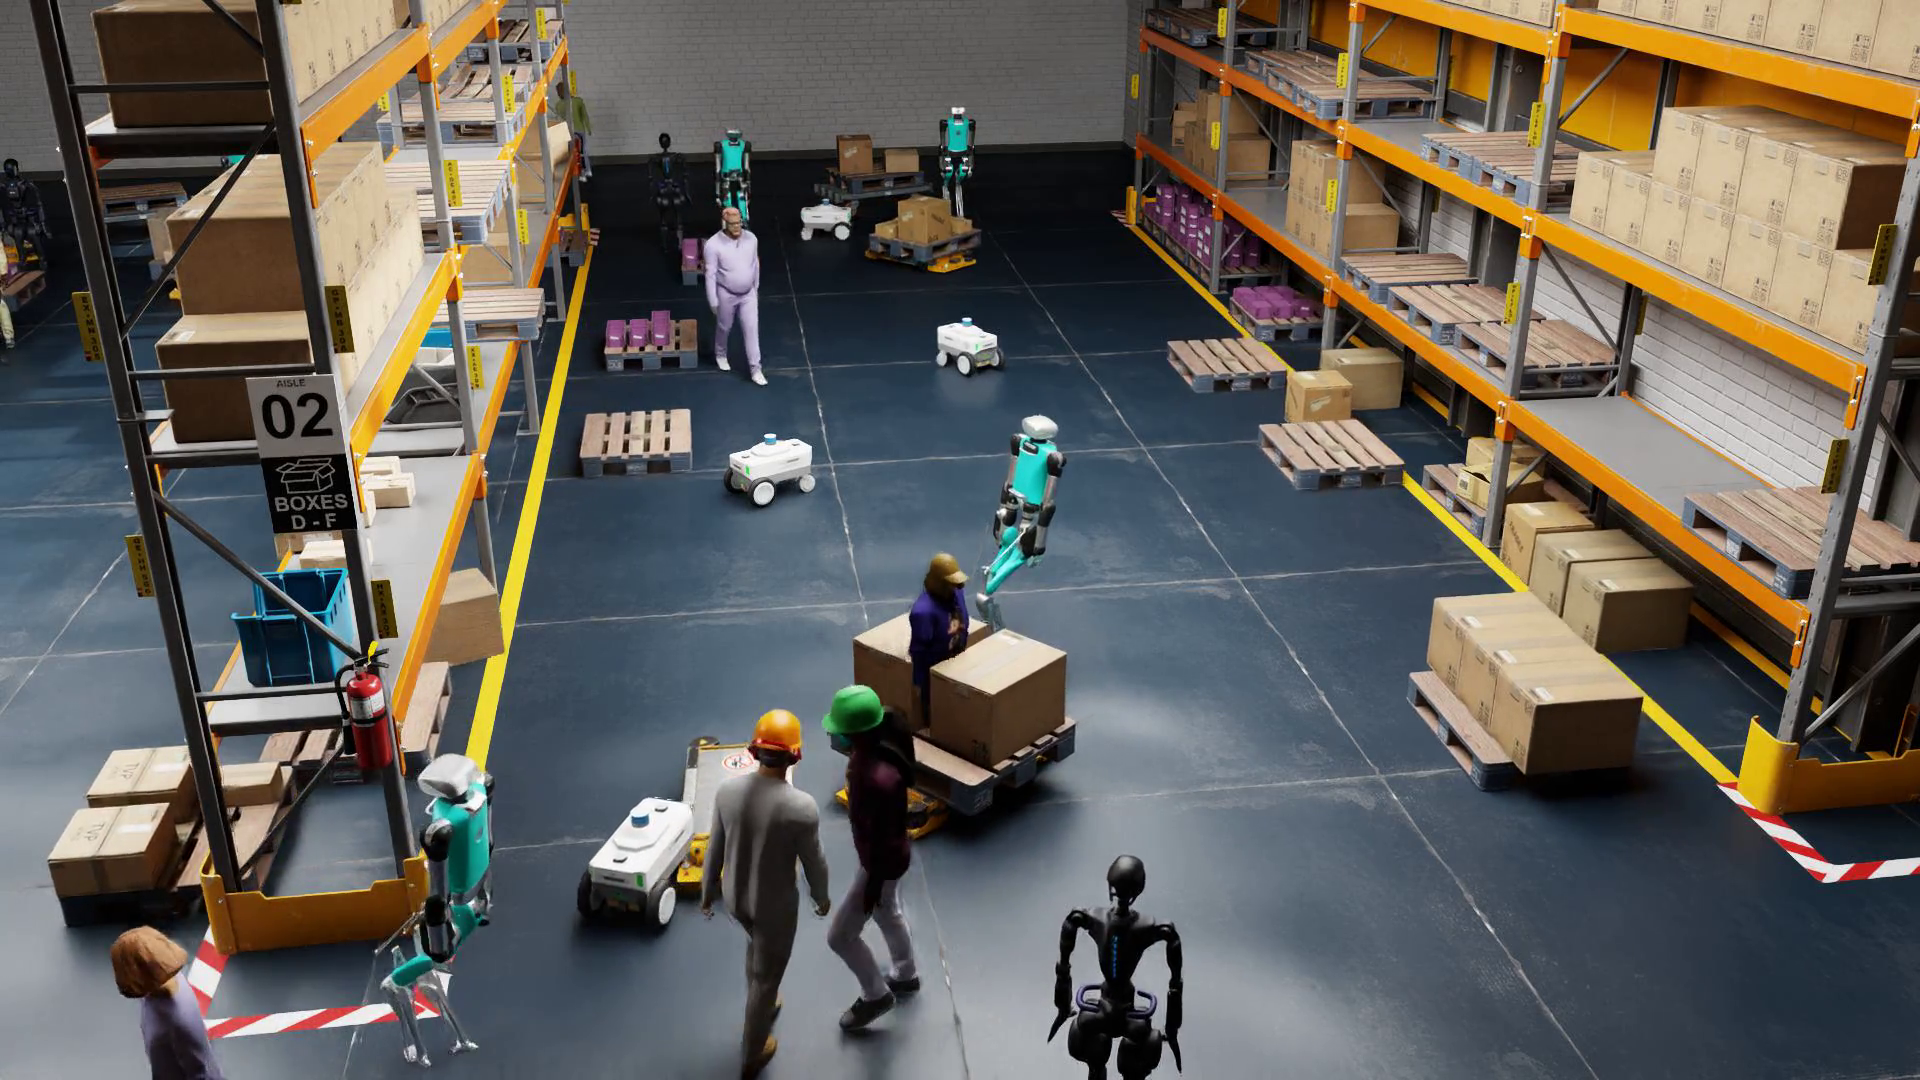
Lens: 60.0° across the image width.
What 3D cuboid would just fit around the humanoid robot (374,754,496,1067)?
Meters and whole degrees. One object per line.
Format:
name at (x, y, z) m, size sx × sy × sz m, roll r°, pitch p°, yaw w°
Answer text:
humanoid robot at (-2.540, 1.790, 7.830) m, size 0.830 × 1.807 × 0.542 m, roll 5°, pitch 24°, yaw 11°

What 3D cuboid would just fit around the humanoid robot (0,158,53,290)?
humanoid robot at (-11.796, -3.980, 20.980) m, size 0.599 × 1.653 × 0.315 m, roll -3°, pitch 24°, yaw -8°

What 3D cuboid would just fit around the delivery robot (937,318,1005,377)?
delivery robot at (0.090, -2.108, 18.134) m, size 0.525 × 0.603 × 0.774 m, roll -18°, pitch 30°, yaw -36°

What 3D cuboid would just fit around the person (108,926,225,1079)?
person at (-3.131, 2.246, 6.890) m, size 0.642 × 1.606 × 0.515 m, roll -16°, pitch 28°, yaw -32°

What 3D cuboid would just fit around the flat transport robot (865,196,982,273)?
flat transport robot at (-0.539, -3.855, 22.460) m, size 1.431 × 0.231 × 0.659 m, roll 19°, pitch 30°, yaw 36°

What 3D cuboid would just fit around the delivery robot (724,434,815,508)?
delivery robot at (-1.686, -0.643, 14.792) m, size 0.802 × 0.598 × 0.499 m, roll -17°, pitch 29°, yaw -33°

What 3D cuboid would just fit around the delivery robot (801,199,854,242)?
delivery robot at (-1.882, -4.555, 23.706) m, size 0.798 × 0.601 × 0.499 m, roll 0°, pitch 24°, yaw 1°

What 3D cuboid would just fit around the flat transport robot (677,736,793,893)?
flat transport robot at (-1.330, 1.617, 9.994) m, size 0.659 × 0.231 × 1.431 m, roll -2°, pitch 24°, yaw -5°

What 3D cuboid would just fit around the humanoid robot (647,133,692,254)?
humanoid robot at (-3.966, -4.719, 22.702) m, size 0.588 × 1.649 × 0.614 m, roll -5°, pitch 24°, yaw -11°

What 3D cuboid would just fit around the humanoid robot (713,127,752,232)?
humanoid robot at (-2.973, -4.626, 22.432) m, size 0.578 × 1.793 × 0.884 m, roll -11°, pitch 26°, yaw -24°

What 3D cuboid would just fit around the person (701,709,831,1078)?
person at (-0.906, 1.659, 7.927) m, size 0.587 × 1.851 × 0.683 m, roll 9°, pitch 25°, yaw 20°

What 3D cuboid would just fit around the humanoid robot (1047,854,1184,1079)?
humanoid robot at (0.666, 2.109, 7.183) m, size 0.605 × 1.622 × 0.763 m, roll 5°, pitch 24°, yaw 12°

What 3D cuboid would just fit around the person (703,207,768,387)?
person at (-2.406, -2.619, 17.673) m, size 0.660 × 1.855 × 1.002 m, roll -13°, pitch 27°, yaw -28°

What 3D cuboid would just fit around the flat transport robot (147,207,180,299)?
flat transport robot at (-9.595, -3.369, 21.353) m, size 0.659 × 0.231 × 1.431 m, roll -3°, pitch 24°, yaw -6°

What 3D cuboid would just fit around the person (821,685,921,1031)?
person at (-0.435, 1.547, 8.101) m, size 0.608 × 1.920 × 0.529 m, roll -5°, pitch 24°, yaw -12°

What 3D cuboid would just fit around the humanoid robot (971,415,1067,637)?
humanoid robot at (0.291, 0.040, 11.811) m, size 0.861 × 1.790 × 0.550 m, roll -16°, pitch 28°, yaw -31°

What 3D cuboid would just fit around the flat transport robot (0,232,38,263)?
flat transport robot at (-13.181, -3.976, 22.737) m, size 0.659 × 0.231 × 1.431 m, roll -22°, pitch 32°, yaw -40°

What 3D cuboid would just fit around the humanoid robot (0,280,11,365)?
humanoid robot at (-10.656, -2.652, 17.969) m, size 0.616 × 1.641 × 0.359 m, roll -19°, pitch 30°, yaw -37°

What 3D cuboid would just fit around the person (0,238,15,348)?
person at (-11.004, -3.005, 18.676) m, size 0.572 × 1.748 × 0.341 m, roll -5°, pitch 24°, yaw -12°

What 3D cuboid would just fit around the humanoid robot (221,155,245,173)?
humanoid robot at (-10.111, -5.117, 23.499) m, size 0.539 × 1.770 × 0.703 m, roll -10°, pitch 26°, yaw -21°

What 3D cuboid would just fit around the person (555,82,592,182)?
person at (-6.325, -6.680, 27.213) m, size 0.546 × 1.605 × 0.362 m, roll -18°, pitch 30°, yaw -35°

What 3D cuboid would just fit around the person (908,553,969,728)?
person at (-0.150, 0.784, 10.216) m, size 0.525 × 1.607 × 0.472 m, roll 19°, pitch 30°, yaw 37°

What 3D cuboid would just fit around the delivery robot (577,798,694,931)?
delivery robot at (-1.770, 1.759, 9.277) m, size 0.499 × 0.565 × 0.745 m, roll 7°, pitch 25°, yaw 15°

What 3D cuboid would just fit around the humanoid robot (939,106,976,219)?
humanoid robot at (-0.075, -5.512, 24.242) m, size 0.533 × 1.677 × 0.735 m, roll -3°, pitch 24°, yaw -8°

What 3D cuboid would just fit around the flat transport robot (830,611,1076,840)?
flat transport robot at (-0.044, 1.409, 10.469) m, size 0.659 × 0.231 × 1.431 m, roll 20°, pitch 30°, yaw 37°
